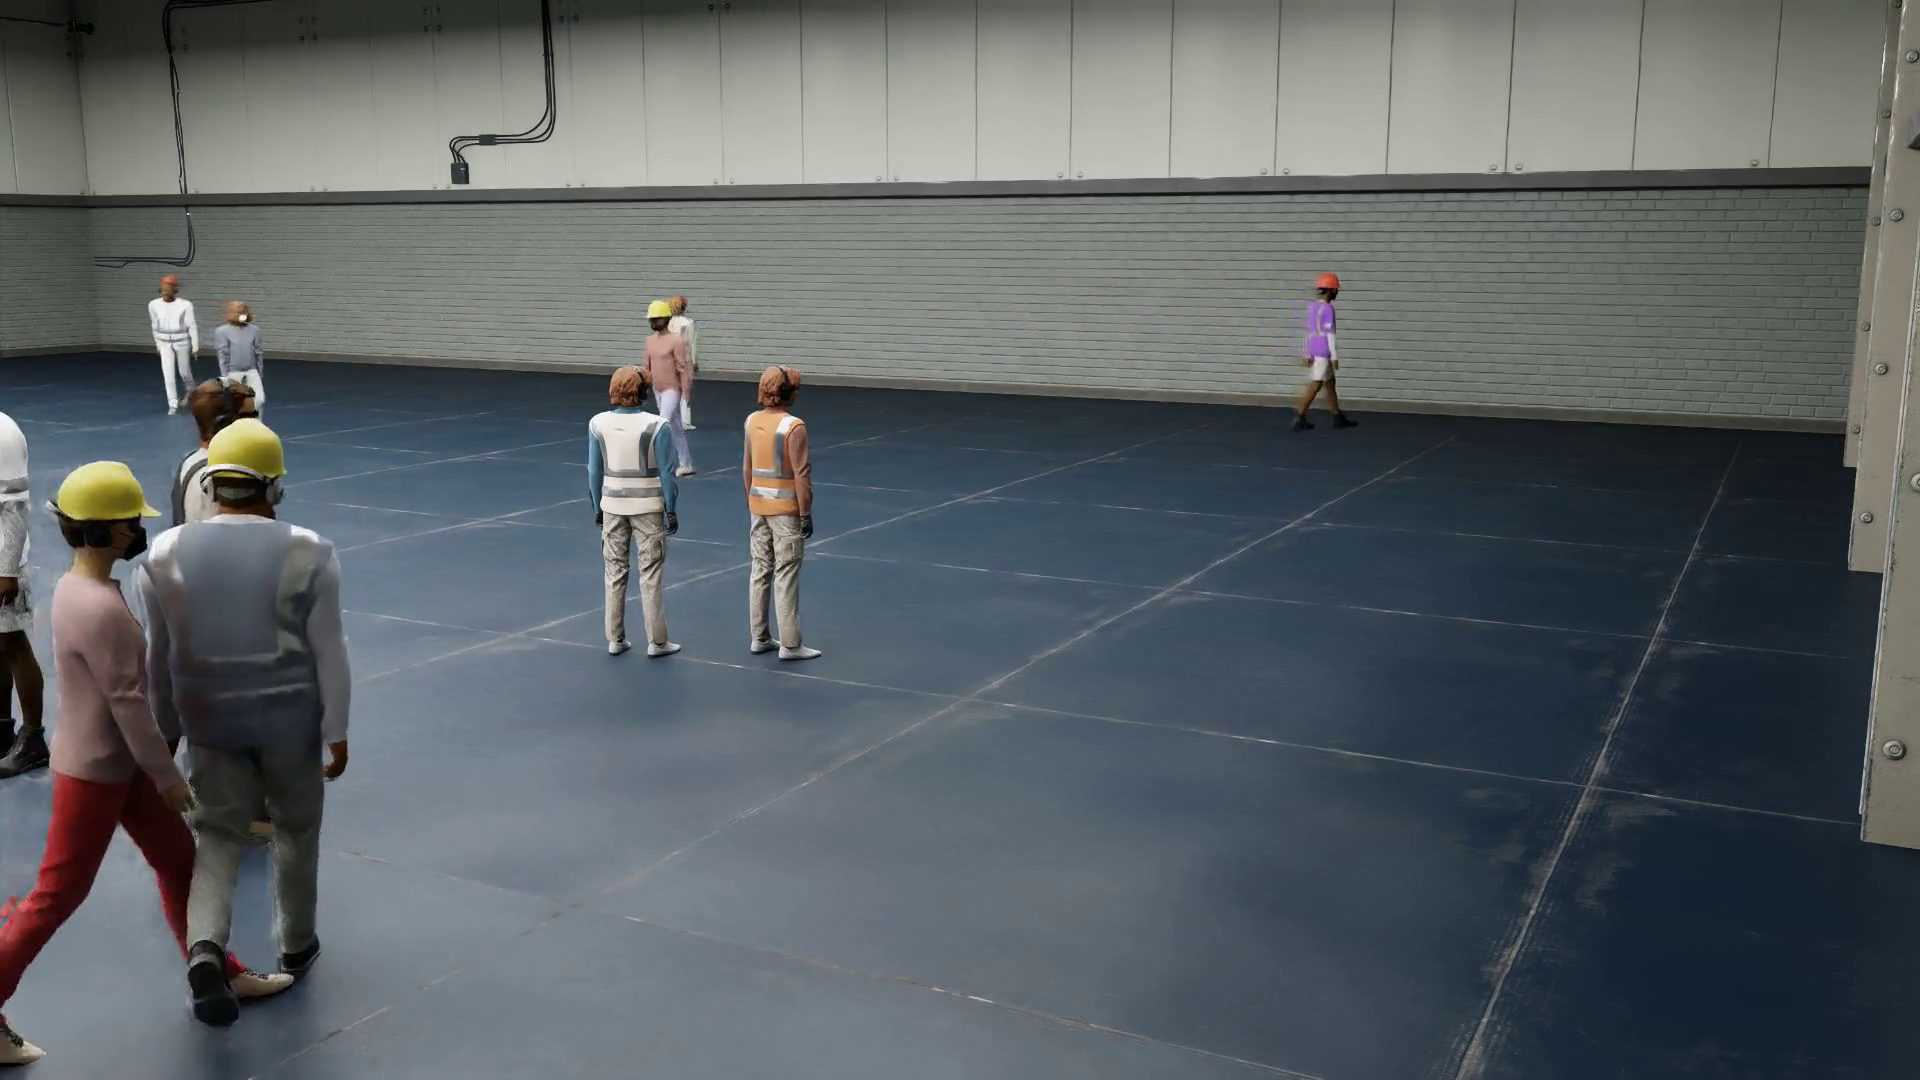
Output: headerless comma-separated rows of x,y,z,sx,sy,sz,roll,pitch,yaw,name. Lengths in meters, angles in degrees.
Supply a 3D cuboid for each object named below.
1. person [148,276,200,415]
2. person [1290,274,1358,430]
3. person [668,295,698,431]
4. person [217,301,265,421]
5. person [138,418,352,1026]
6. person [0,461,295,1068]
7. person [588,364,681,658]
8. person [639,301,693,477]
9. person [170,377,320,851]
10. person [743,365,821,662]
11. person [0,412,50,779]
-10.418,-2.600,22.155,0.588,1.831,0.965,-2,11,-11,person
4.438,-2.282,20.207,0.904,1.896,0.561,-1,10,-6,person
-3.397,-2.128,20.068,0.512,1.633,0.323,4,11,21,person
-8.083,-1.875,18.732,0.518,1.622,0.391,-10,14,-43,person
-2.142,0.546,5.007,0.602,1.808,0.742,-2,11,-12,person
-2.496,0.631,4.772,0.917,1.722,0.523,-5,12,-26,person
-1.816,-0.153,9.271,0.523,1.639,0.306,3,11,15,person
-2.886,-1.421,15.967,0.548,1.720,0.903,9,14,41,person
-2.717,0.292,6.334,0.567,1.822,0.516,-9,13,-39,person
-1.007,-0.148,9.248,0.311,1.639,0.521,-10,14,-44,person
-4.256,0.070,7.243,0.544,1.938,0.355,7,12,33,person
